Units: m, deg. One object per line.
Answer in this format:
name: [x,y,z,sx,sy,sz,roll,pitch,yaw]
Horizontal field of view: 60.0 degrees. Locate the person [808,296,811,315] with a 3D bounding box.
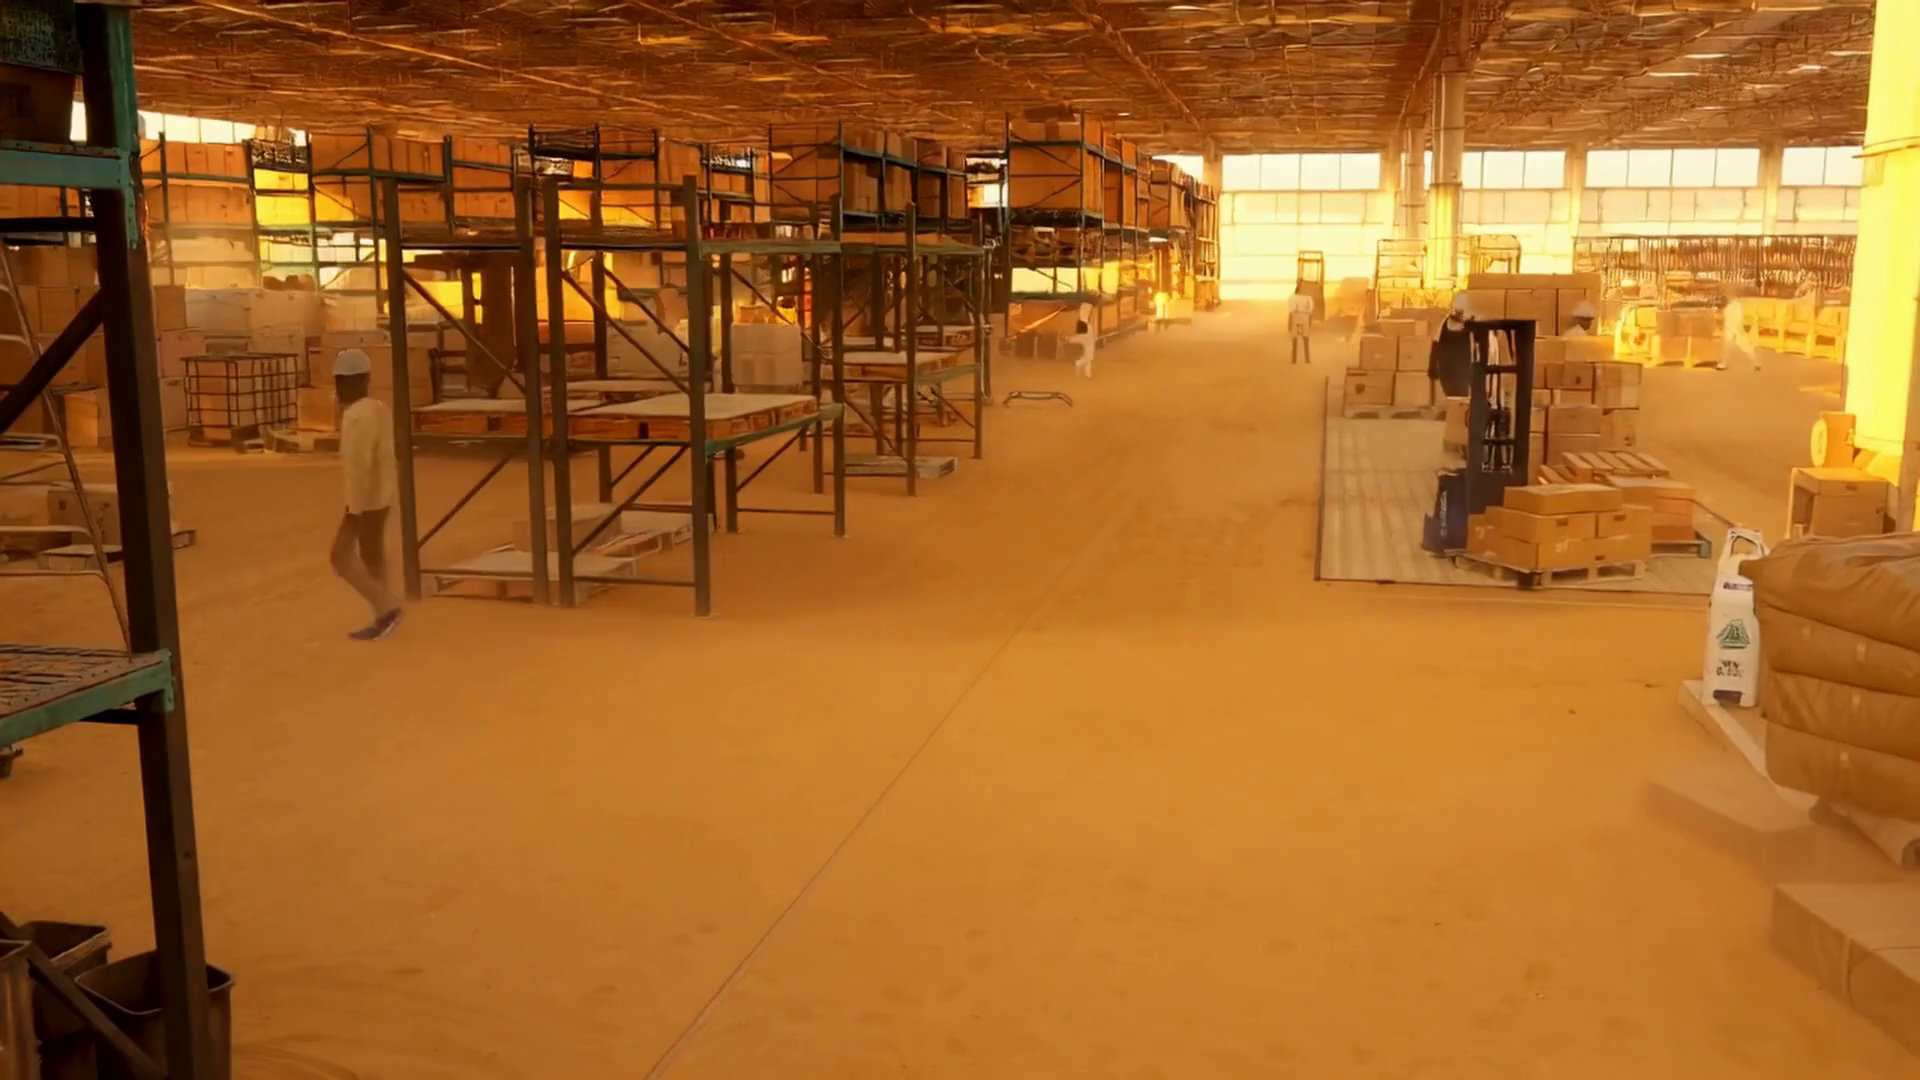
person: [-5.624,-9.163,64.153,0.499,1.633,0.284,0,10,-3]

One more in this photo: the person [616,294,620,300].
person: [-8.452,-5.242,40.951,0.525,1.631,0.313,0,10,0]

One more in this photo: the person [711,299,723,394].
person: [-4.379,-3.243,28.605,0.628,1.814,0.907,8,12,38]

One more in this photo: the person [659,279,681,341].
person: [-8.194,-6.405,46.979,0.636,1.924,0.678,2,10,12]

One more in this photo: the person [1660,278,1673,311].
person: [24.661,-8.226,58.061,0.403,1.820,0.603,7,12,34]

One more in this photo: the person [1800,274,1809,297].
person: [36.300,-10.560,71.855,0.770,1.815,0.585,2,10,14]

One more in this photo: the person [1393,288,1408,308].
person: [14.592,-7.659,55.363,0.812,1.598,0.507,-6,11,-32]

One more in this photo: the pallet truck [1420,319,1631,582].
pallet truck: [4.543,-0.757,13.299,0.823,1.965,1.885,-4,10,-22]

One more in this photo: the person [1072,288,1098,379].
person: [2.588,-4.262,34.357,0.540,1.898,0.623,-4,10,-20]

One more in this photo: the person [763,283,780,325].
person: [-6.292,-7.694,55.311,0.545,1.676,0.617,3,10,19]

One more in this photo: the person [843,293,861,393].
person: [-2.081,-3.644,30.758,0.531,1.876,0.322,2,10,12]

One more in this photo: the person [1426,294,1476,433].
person: [6.825,-2.415,22.988,0.705,2.000,1.006,8,12,39]

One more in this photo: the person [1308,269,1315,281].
person: [17.648,-12.616,83.530,0.382,1.995,0.612,6,11,30]

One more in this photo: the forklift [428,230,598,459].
forklift: [-5.588,-2.467,20.815,1.873,2.768,1.129,2,10,12]

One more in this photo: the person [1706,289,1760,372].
person: [17.217,-4.637,36.804,1.048,1.841,0.682,1,10,4]

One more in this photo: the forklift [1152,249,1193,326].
forklift: [7.646,-9.320,61.395,1.873,2.768,1.129,2,10,11]

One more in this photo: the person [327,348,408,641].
person: [-3.838,-0.270,10.676,0.419,1.908,0.607,0,10,0]

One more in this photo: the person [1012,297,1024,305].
person: [2.032,-8.360,59.009,0.533,1.767,0.321,9,13,43]

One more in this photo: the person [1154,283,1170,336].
person: [6.574,-7.498,54.099,0.318,1.697,0.540,-9,13,-43]

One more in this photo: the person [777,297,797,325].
person: [-3.973,-4.803,38.407,0.523,1.606,0.808,-3,10,-16]

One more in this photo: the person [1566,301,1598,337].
person: [8.261,-2.260,22.442,0.656,1.919,0.550,9,13,42]

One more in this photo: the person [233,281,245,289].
person: [-18.147,-5.561,41.974,0.707,1.911,0.575,1,10,8]

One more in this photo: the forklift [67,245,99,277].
forklift: [-22.760,-6.292,43.468,1.873,2.768,1.129,2,10,12]

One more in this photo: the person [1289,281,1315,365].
person: [8.014,-5.082,39.022,0.603,1.959,0.376,3,10,17]

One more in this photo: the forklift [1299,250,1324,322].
forklift: [13.778,-10.002,65.433,1.129,2.768,1.873,2,10,12]

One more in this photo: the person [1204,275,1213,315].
person: [11.104,-10.960,74.425,0.327,1.761,0.522,-7,12,-35]
